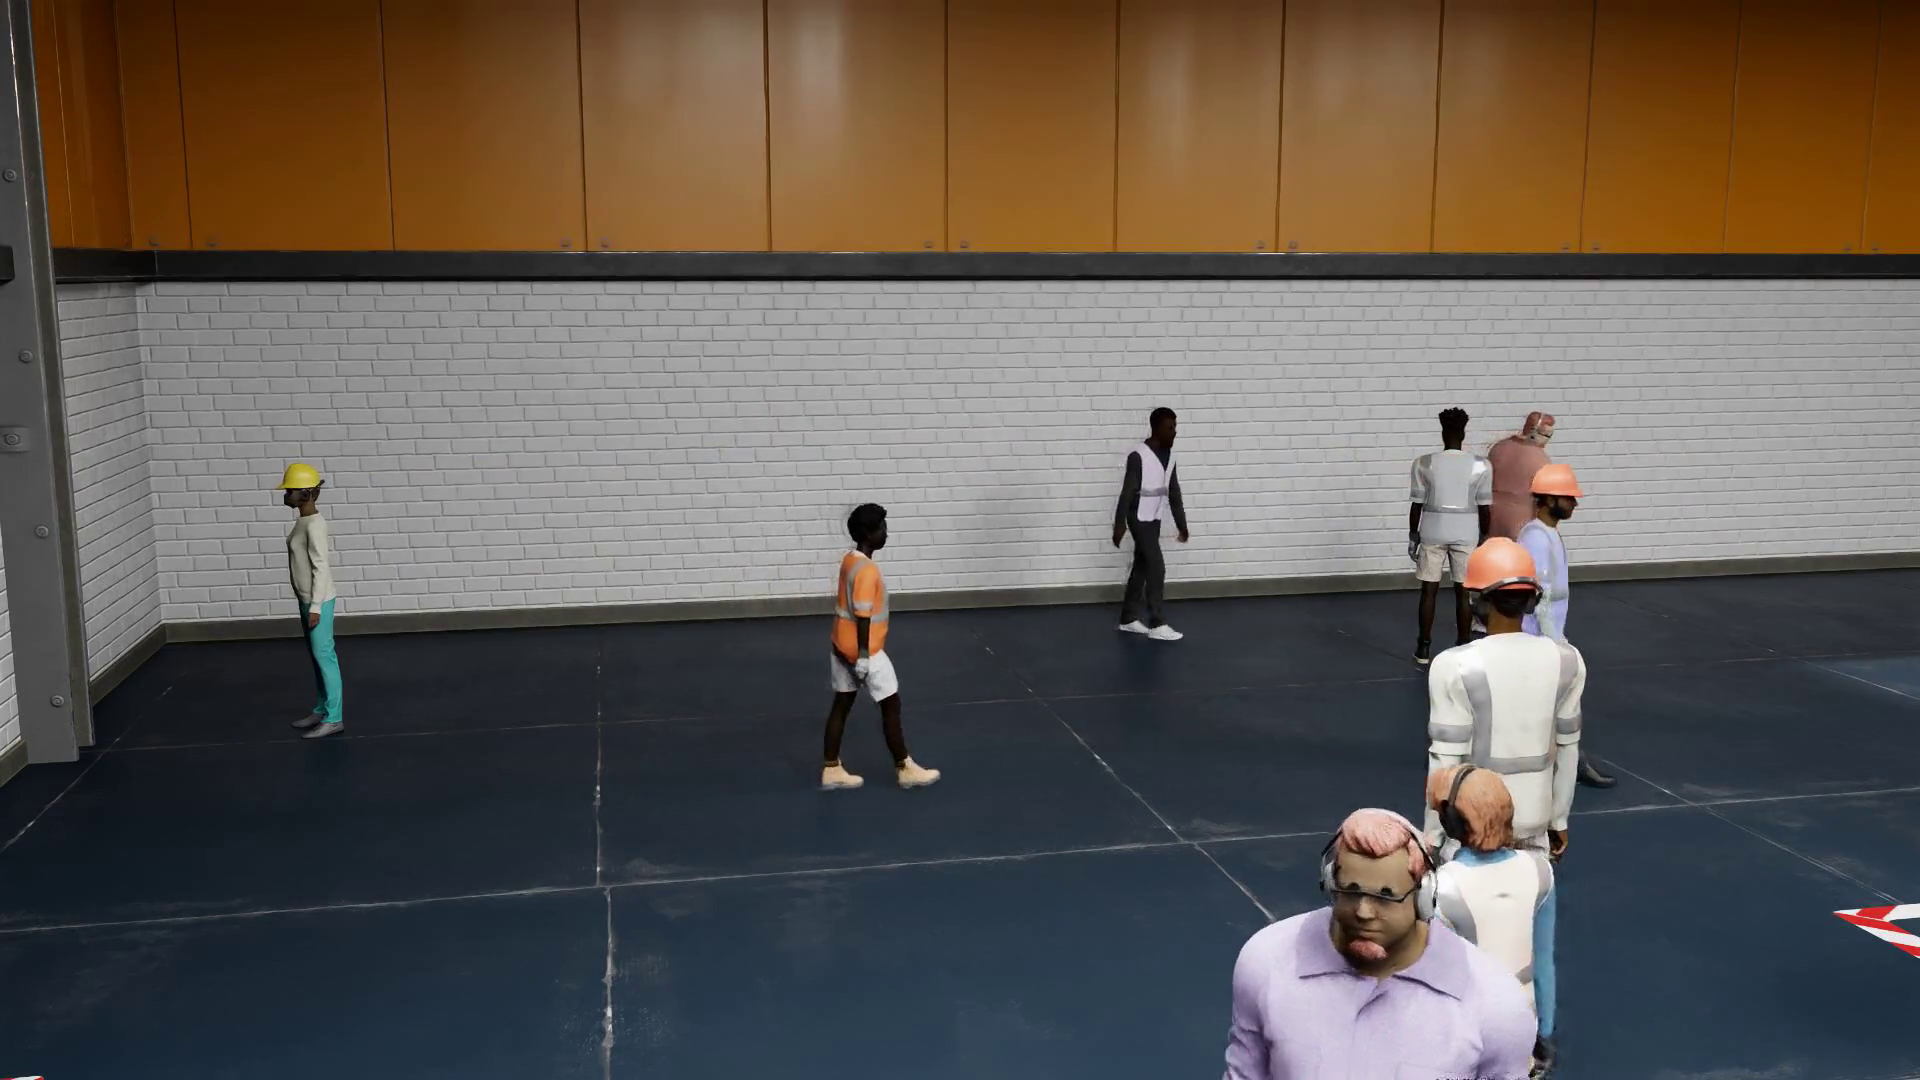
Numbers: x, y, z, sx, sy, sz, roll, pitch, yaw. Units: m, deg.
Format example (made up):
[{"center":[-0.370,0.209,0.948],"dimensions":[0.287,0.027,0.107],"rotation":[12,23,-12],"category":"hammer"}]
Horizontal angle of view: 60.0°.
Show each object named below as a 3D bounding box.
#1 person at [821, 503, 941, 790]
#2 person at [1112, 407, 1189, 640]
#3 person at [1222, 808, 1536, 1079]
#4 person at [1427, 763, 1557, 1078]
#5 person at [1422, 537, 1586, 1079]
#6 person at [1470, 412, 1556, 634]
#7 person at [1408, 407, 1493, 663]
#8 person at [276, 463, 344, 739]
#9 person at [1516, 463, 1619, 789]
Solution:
[{"center":[-0.458,0.615,9.541],"dimensions":[0.775,1.661,0.552],"rotation":[-3,10,-16],"category":"person"},{"center":[1.588,-0.126,13.430],"dimensions":[0.829,1.880,0.669],"rotation":[7,12,37],"category":"person"},{"center":[0.862,1.492,3.526],"dimensions":[0.674,1.903,0.395],"rotation":[4,10,24],"category":"person"},{"center":[1.410,1.420,4.784],"dimensions":[0.537,1.608,0.705],"rotation":[-5,10,-26],"category":"person"},{"center":[1.937,1.003,6.065],"dimensions":[0.615,2.038,0.395],"rotation":[-3,10,-15],"category":"person"},{"center":[4.478,-0.125,13.501],"dimensions":[0.398,1.866,0.791],"rotation":[-5,11,-30],"category":"person"},{"center":[3.699,-0.026,12.590],"dimensions":[0.607,1.958,0.373],"rotation":[2,10,13],"category":"person"},{"center":[-4.165,0.386,10.661],"dimensions":[0.314,1.769,0.524],"rotation":[-5,11,-29],"category":"person"},{"center":[3.310,0.489,9.660],"dimensions":[0.972,1.901,0.543],"rotation":[6,11,32],"category":"person"}]
